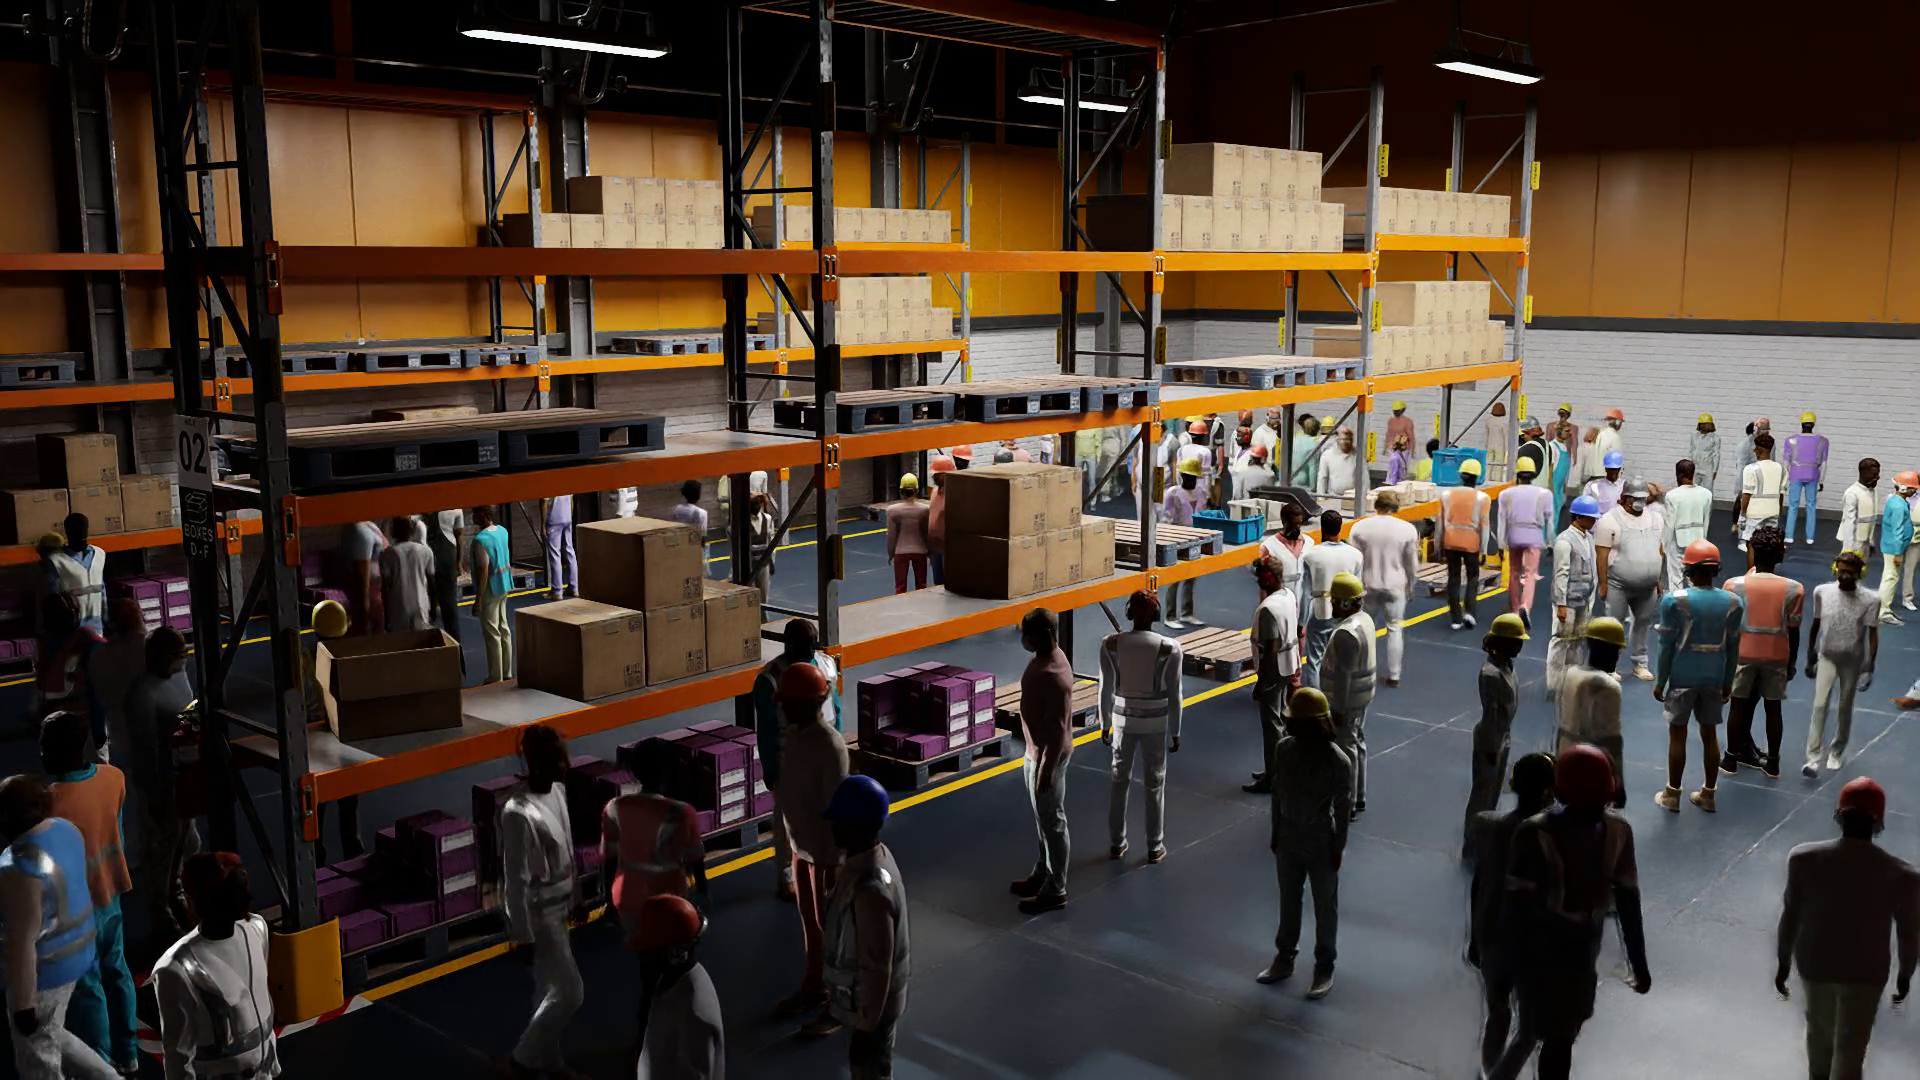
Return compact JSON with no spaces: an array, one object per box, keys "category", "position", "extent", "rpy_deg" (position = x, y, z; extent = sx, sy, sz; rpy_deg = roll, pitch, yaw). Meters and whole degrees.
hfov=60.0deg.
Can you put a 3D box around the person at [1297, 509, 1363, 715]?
[{"category":"person","position":[3.239,0.686,14.605],"extent":[0.598,1.907,0.409],"rpy_deg":[-3,10,-16]}]

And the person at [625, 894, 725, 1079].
[{"category":"person","position":[-1.061,2.163,6.255],"extent":[0.346,1.743,0.566],"rpy_deg":[-3,10,-18]}]

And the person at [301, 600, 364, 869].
[{"category":"person","position":[-4.046,1.324,10.751],"extent":[0.585,1.917,0.382],"rpy_deg":[-9,13,-42]}]

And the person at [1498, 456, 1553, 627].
[{"category":"person","position":[6.328,0.008,18.676],"extent":[0.596,1.898,0.842],"rpy_deg":[4,11,25]}]

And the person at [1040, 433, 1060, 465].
[{"category":"person","position":[1.495,-1.412,27.317],"extent":[0.392,1.838,0.561],"rpy_deg":[-3,10,-19]}]

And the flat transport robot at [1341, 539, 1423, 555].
[{"category":"flat transport robot","position":[5.819,0.037,23.335],"extent":[0.652,0.197,1.431],"rpy_deg":[-9,13,-43]}]

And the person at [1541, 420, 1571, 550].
[{"category":"person","position":[8.429,-0.774,23.512],"extent":[0.344,1.839,0.505],"rpy_deg":[8,13,40]}]

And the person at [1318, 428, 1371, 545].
[{"category":"person","position":[5.080,-0.540,21.995],"extent":[0.680,1.871,0.882],"rpy_deg":[2,10,12]}]

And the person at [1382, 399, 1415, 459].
[{"category":"person","position":[7.475,-1.536,28.332],"extent":[0.411,1.748,0.560],"rpy_deg":[-5,11,-29]}]

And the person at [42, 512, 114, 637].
[{"category":"person","position":[-7.644,0.706,14.441],"extent":[0.383,1.916,0.591],"rpy_deg":[3,10,19]}]

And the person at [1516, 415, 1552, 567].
[{"category":"person","position":[7.580,-0.669,22.278],"extent":[0.536,2.000,0.677],"rpy_deg":[9,13,42]}]

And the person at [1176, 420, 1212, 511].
[{"category":"person","position":[3.183,-0.653,22.493],"extent":[0.547,1.937,0.379],"rpy_deg":[9,13,42]}]

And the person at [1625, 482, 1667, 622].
[{"category":"person","position":[7.777,0.125,18.782],"extent":[0.513,1.612,0.567],"rpy_deg":[-4,10,-23]}]

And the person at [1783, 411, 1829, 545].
[{"category":"person","position":[12.170,-0.896,23.993],"extent":[0.586,1.921,0.385],"rpy_deg":[3,10,20]}]

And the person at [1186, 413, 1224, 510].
[{"category":"person","position":[3.749,-1.193,25.462],"extent":[0.618,2.028,0.409],"rpy_deg":[4,10,23]}]

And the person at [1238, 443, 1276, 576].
[{"category":"person","position":[3.820,-0.377,21.412],"extent":[0.464,1.740,0.580],"rpy_deg":[-9,13,-42]}]

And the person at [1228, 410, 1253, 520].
[{"category":"person","position":[4.201,-1.020,24.873],"extent":[0.371,1.879,0.579],"rpy_deg":[2,10,12]}]

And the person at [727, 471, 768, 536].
[{"category":"person","position":[-2.570,-0.228,20.154],"extent":[0.519,1.874,0.331],"rpy_deg":[-3,10,-19]}]

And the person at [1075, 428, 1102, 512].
[{"category":"person","position":[2.043,-1.337,27.104],"extent":[0.525,1.762,0.340],"rpy_deg":[2,10,11]}]

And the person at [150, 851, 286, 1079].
[{"category":"person","position":[-2.763,2.086,6.298],"extent":[0.352,1.884,0.579],"rpy_deg":[2,10,10]}]

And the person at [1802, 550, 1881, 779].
[{"category":"person","position":[6.898,0.988,13.061],"extent":[0.518,1.811,0.959],"rpy_deg":[6,11,33]}]

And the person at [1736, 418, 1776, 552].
[{"category":"person","position":[11.191,-0.773,23.350],"extent":[0.653,1.894,0.401],"rpy_deg":[-4,10,-22]}]

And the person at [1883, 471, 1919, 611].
[{"category":"person","position":[11.044,0.008,19.429],"extent":[0.513,1.642,0.313],"rpy_deg":[2,10,12]}]

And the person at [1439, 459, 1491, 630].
[{"category":"person","position":[5.580,0.048,18.434],"extent":[0.579,1.898,0.521],"rpy_deg":[5,11,28]}]

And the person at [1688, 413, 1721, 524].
[{"category":"person","position":[11.465,-1.092,25.690],"extent":[0.301,1.745,0.483],"rpy_deg":[-8,12,-39]}]

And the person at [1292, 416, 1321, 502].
[{"category":"person","position":[4.783,-0.786,23.370],"extent":[0.550,1.913,0.671],"rpy_deg":[-3,10,-19]}]

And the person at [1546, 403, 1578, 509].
[{"category":"person","position":[9.890,-1.378,27.367],"extent":[0.535,1.755,0.342],"rpy_deg":[6,11,32]}]

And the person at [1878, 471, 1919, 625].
[{"category":"person","position":[10.542,0.084,18.687],"extent":[0.355,1.739,0.573],"rpy_deg":[5,11,26]}]

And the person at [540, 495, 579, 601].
[{"category":"person","position":[-4.853,-0.188,20.037],"extent":[0.350,1.837,0.502],"rpy_deg":[6,11,31]}]

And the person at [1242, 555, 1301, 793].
[{"category":"person","position":[2.406,1.026,12.764],"extent":[0.390,1.838,0.563],"rpy_deg":[4,10,25]}]

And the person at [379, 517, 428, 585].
[{"category":"person","position":[-5.474,0.418,16.304],"extent":[0.611,1.861,0.627],"rpy_deg":[4,10,21]}]

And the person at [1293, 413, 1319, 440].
[{"category":"person","position":[5.432,-1.188,26.458],"extent":[0.718,1.674,0.537],"rpy_deg":[-7,12,-37]}]

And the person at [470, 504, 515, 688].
[{"category":"person","position":[-4.449,0.513,15.793],"extent":[0.390,1.850,0.562],"rpy_deg":[1,10,8]}]

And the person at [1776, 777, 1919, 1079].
[{"category":"person","position":[4.098,1.947,7.689],"extent":[0.575,1.696,0.916],"rpy_deg":[6,11,33]}]

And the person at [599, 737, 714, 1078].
[{"category":"person","position":[-1.523,1.825,8.480],"extent":[0.536,1.671,0.776],"rpy_deg":[4,10,23]}]

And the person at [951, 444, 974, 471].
[{"category":"person","position":[-0.002,-0.203,19.818],"extent":[0.376,1.933,0.545],"rpy_deg":[4,11,25]}]

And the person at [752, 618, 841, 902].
[{"category":"person","position":[-1.012,1.392,10.624],"extent":[0.630,1.831,0.429],"rpy_deg":[-8,13,-41]}]

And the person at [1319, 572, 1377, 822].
[{"category":"person","position":[2.824,1.138,12.155],"extent":[0.404,1.824,0.588],"rpy_deg":[4,10,25]}]

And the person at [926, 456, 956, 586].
[{"category":"person","position":[-0.181,0.076,17.970],"extent":[0.389,1.991,0.622],"rpy_deg":[-6,11,-30]}]

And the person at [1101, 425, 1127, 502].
[{"category":"person","position":[2.648,-1.530,28.398],"extent":[0.506,1.695,0.895],"rpy_deg":[8,12,38]}]
